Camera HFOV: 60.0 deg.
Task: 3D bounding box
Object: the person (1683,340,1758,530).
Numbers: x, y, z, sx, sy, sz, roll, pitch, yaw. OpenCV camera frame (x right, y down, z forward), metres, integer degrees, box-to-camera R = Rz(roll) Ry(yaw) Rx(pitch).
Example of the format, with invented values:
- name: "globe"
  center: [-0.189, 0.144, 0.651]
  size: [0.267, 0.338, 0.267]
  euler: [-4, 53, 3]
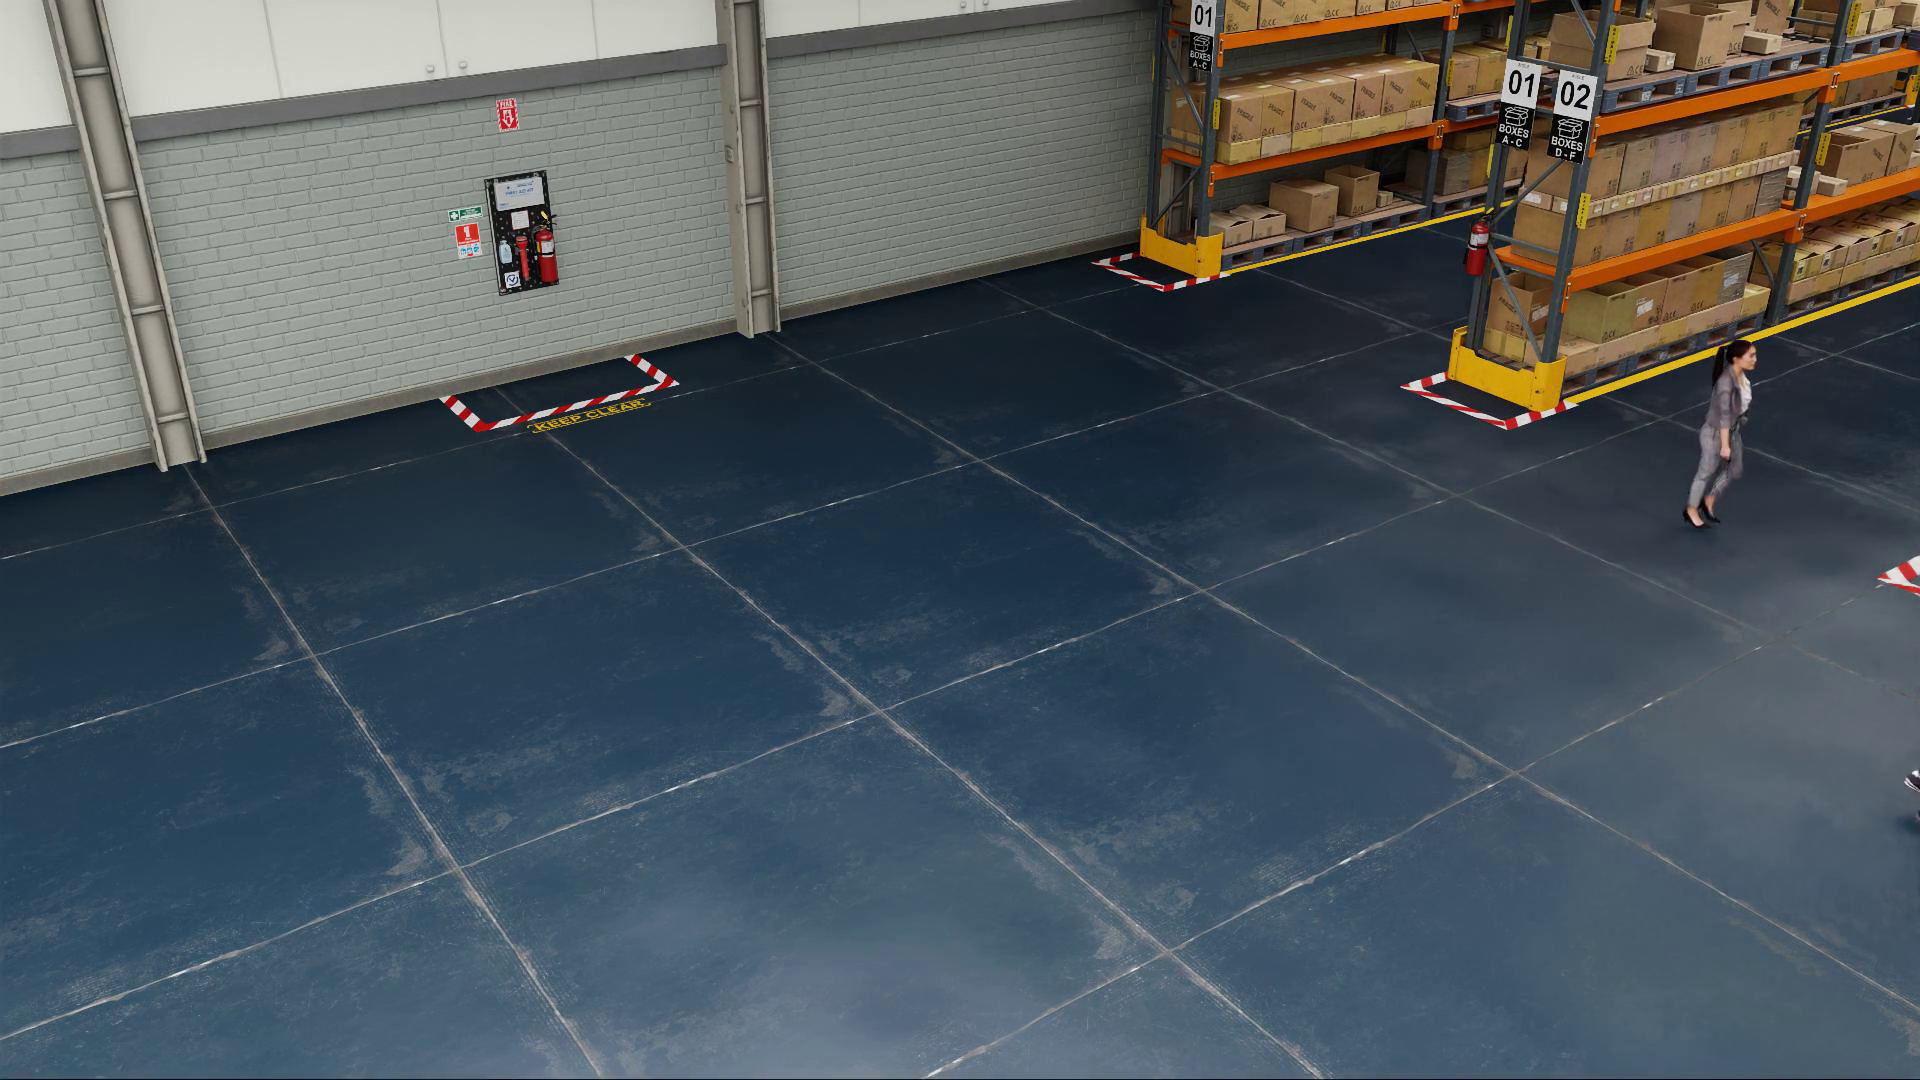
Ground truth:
- name: "person"
  center: [6.156, -0.863, 13.654]
  size: [0.723, 1.664, 0.595]
  euler: [24, 35, 38]
